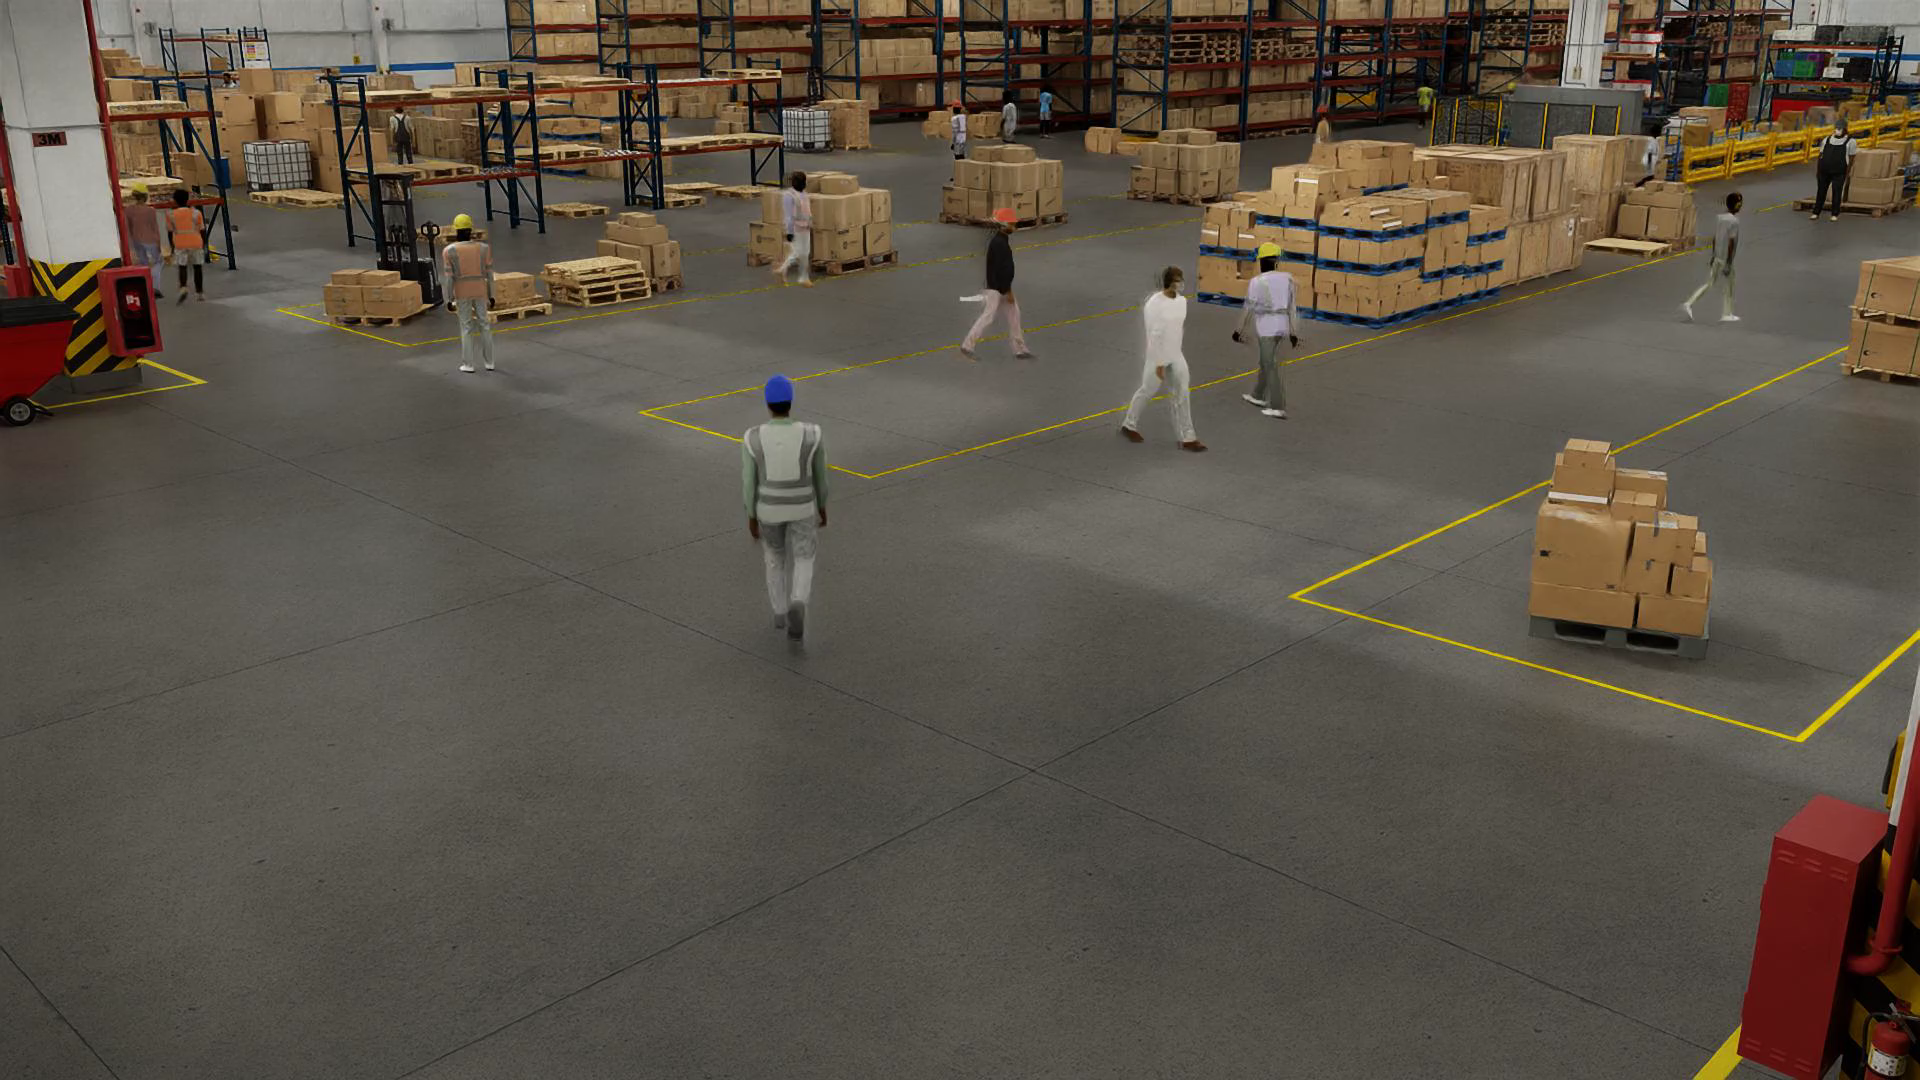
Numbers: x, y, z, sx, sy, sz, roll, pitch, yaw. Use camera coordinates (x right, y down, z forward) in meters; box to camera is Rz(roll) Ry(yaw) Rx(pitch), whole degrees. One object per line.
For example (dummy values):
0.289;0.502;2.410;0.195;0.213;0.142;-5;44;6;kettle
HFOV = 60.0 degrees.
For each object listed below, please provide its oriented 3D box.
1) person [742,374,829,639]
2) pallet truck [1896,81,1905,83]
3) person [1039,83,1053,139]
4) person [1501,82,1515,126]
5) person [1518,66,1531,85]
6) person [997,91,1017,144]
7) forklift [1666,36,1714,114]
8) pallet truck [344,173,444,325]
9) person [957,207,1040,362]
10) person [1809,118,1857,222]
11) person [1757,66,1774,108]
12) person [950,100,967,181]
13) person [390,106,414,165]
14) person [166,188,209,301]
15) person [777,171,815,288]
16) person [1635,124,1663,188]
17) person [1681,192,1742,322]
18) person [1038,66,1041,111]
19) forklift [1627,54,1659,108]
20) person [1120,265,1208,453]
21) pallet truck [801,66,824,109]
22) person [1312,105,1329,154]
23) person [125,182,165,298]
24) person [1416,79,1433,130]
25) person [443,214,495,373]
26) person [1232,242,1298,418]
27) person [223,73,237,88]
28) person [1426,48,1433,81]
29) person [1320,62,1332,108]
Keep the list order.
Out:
-1.251;-0.218;11.933;0.613;1.926;0.694;0;18;-1;person
34.802;-16.331;61.455;0.653;1.274;1.630;17;25;41;pallet truck
2.696;-13.464;52.191;0.322;1.699;0.536;-13;22;-34;person
16.621;-12.937;50.437;0.568;1.813;0.604;-17;25;-41;person
20.272;-16.053;59.703;0.579;1.890;0.646;13;22;35;person
1.191;-10.956;44.261;0.904;1.924;0.623;7;20;20;person
27.341;-17.291;61.877;1.129;2.768;1.873;17;25;41;forklift
-8.209;-4.181;23.757;0.823;1.965;1.885;3;19;9;pallet truck
0.457;-3.185;20.849;1.023;1.951;0.624;3;19;10;person
17.638;-7.469;33.595;0.683;2.000;0.538;16;24;39;person
31.750;-17.849;65.508;0.498;1.633;0.279;12;22;33;person
-0.056;-9.743;40.607;0.374;1.939;0.545;12;22;32;person
-13.760;-9.844;41.059;0.508;1.846;0.345;-8;20;-22;person
-11.574;-4.420;24.959;0.547;1.688;0.338;-5;19;-14;person
-2.566;-4.856;26.056;0.515;1.825;0.644;8;20;24;person
15.237;-8.371;36.886;0.576;1.671;0.580;8;20;22;person
10.663;-3.964;23.376;0.880;1.837;0.515;-5;19;-13;person
3.029;-16.542;61.204;0.397;1.867;0.711;4;19;10;person
26.642;-18.373;65.138;1.129;2.768;1.873;17;25;41;forklift
2.069;-1.856;16.940;0.636;1.894;1.032;-15;24;-38;person
-4.812;-15.182;56.903;0.823;1.965;1.885;-9;21;-26;pallet truck
8.626;-9.312;39.379;0.887;1.906;0.543;7;20;21;person
-12.287;-4.504;25.114;0.524;1.757;0.359;2;18;6;person
15.543;-14.573;55.623;0.537;1.652;0.894;14;23;36;person
-5.991;-3.010;20.341;0.595;1.923;0.377;-11;21;-29;person
3.355;-2.329;18.375;0.594;1.874;0.927;-12;22;-33;person
-23.656;-14.183;54.036;0.583;1.910;0.390;10;21;27;person
22.065;-22.156;78.006;0.543;1.939;0.371;15;24;39;person
13.533;-16.698;61.562;0.631;1.940;0.369;-11;21;-30;person
